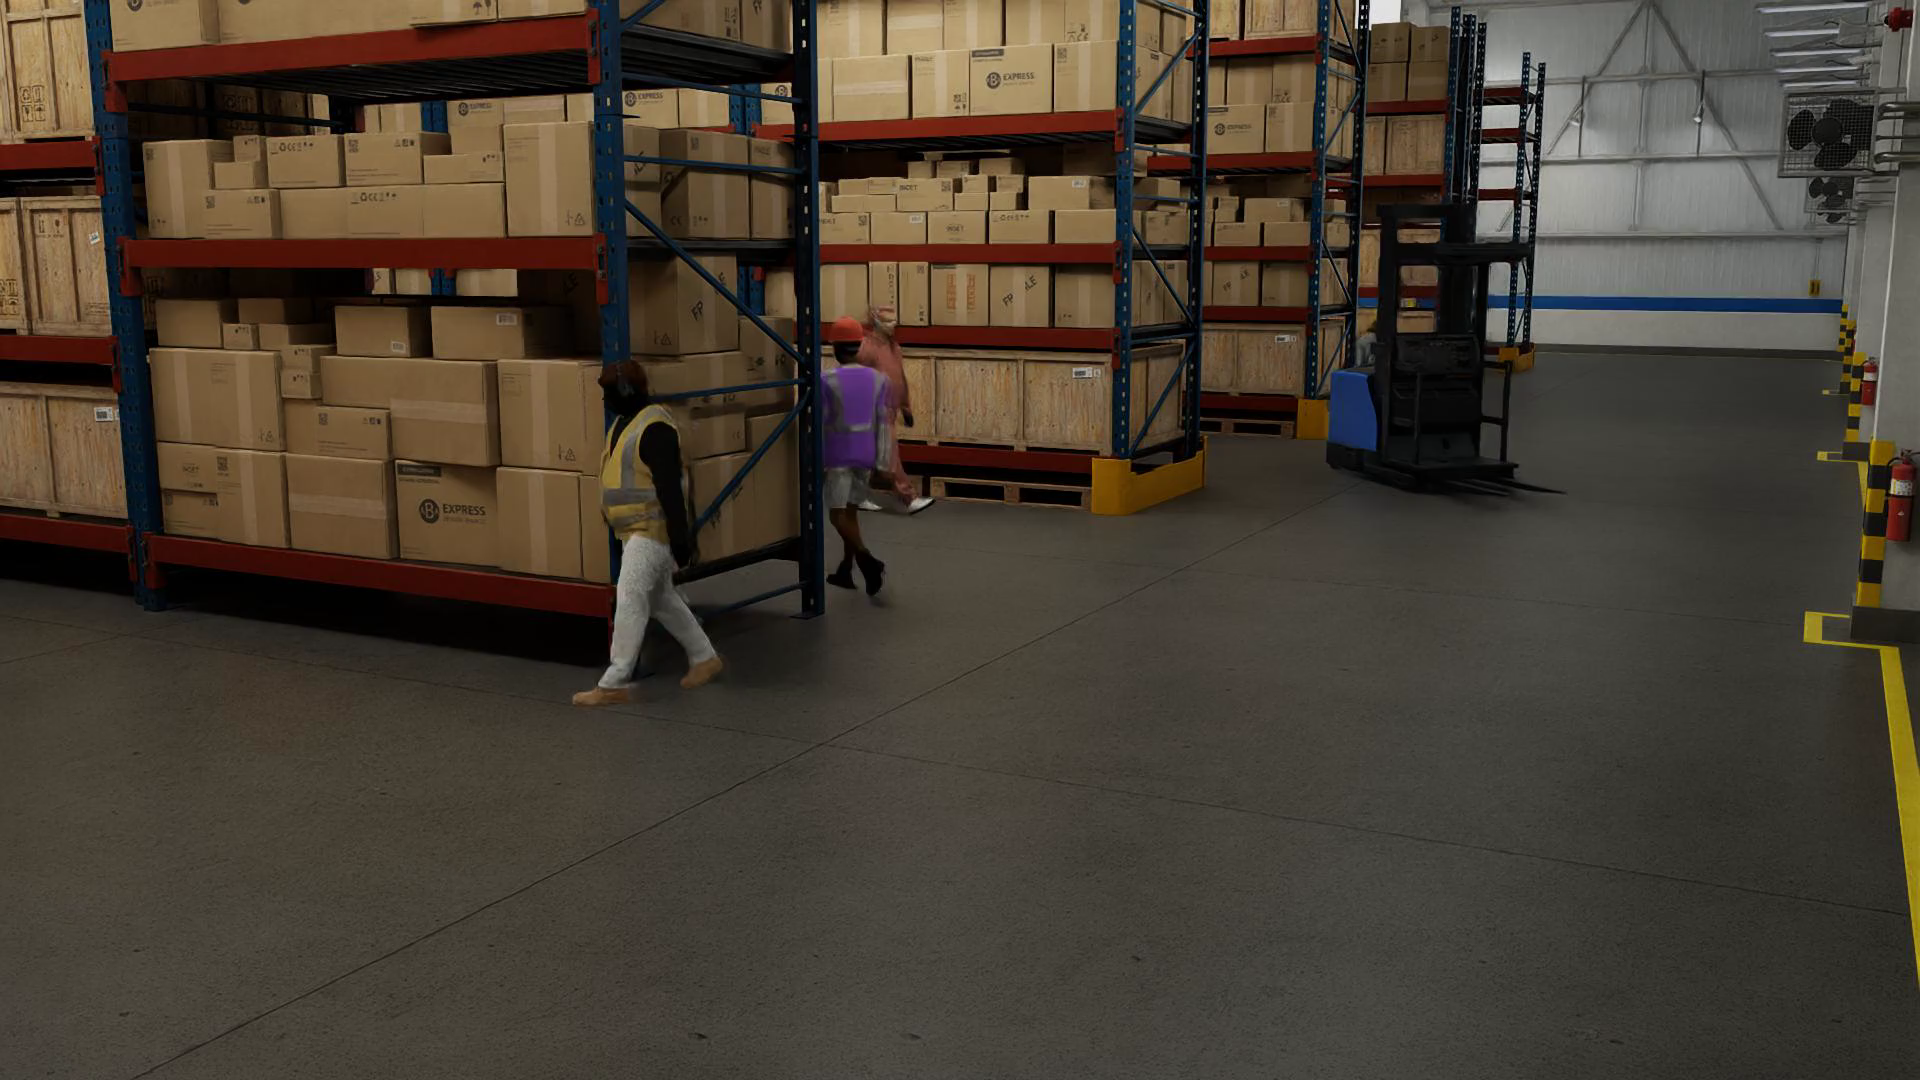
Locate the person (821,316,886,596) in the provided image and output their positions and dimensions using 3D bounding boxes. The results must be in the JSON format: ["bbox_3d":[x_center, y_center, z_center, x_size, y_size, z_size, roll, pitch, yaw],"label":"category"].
[{"bbox_3d":[-0.726,-0.560,11.308,0.552,1.912,0.827,-6,12,-32],"label":"person"}]

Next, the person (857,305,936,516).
[{"bbox_3d":[-0.605,-1.144,14.808,0.960,1.855,0.673,5,11,26],"label":"person"}]

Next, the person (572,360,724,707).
[{"bbox_3d":[-1.620,-0.053,8.723,0.860,1.795,0.672,-5,11,-28],"label":"person"}]

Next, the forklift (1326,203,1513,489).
[{"bbox_3d":[4.688,-2.034,17.022,1.129,2.768,1.873,-3,10,-17],"label":"forklift"}]

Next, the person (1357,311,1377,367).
[{"bbox_3d":[4.663,-1.733,18.592,0.493,1.730,0.513,4,11,24],"label":"person"}]
